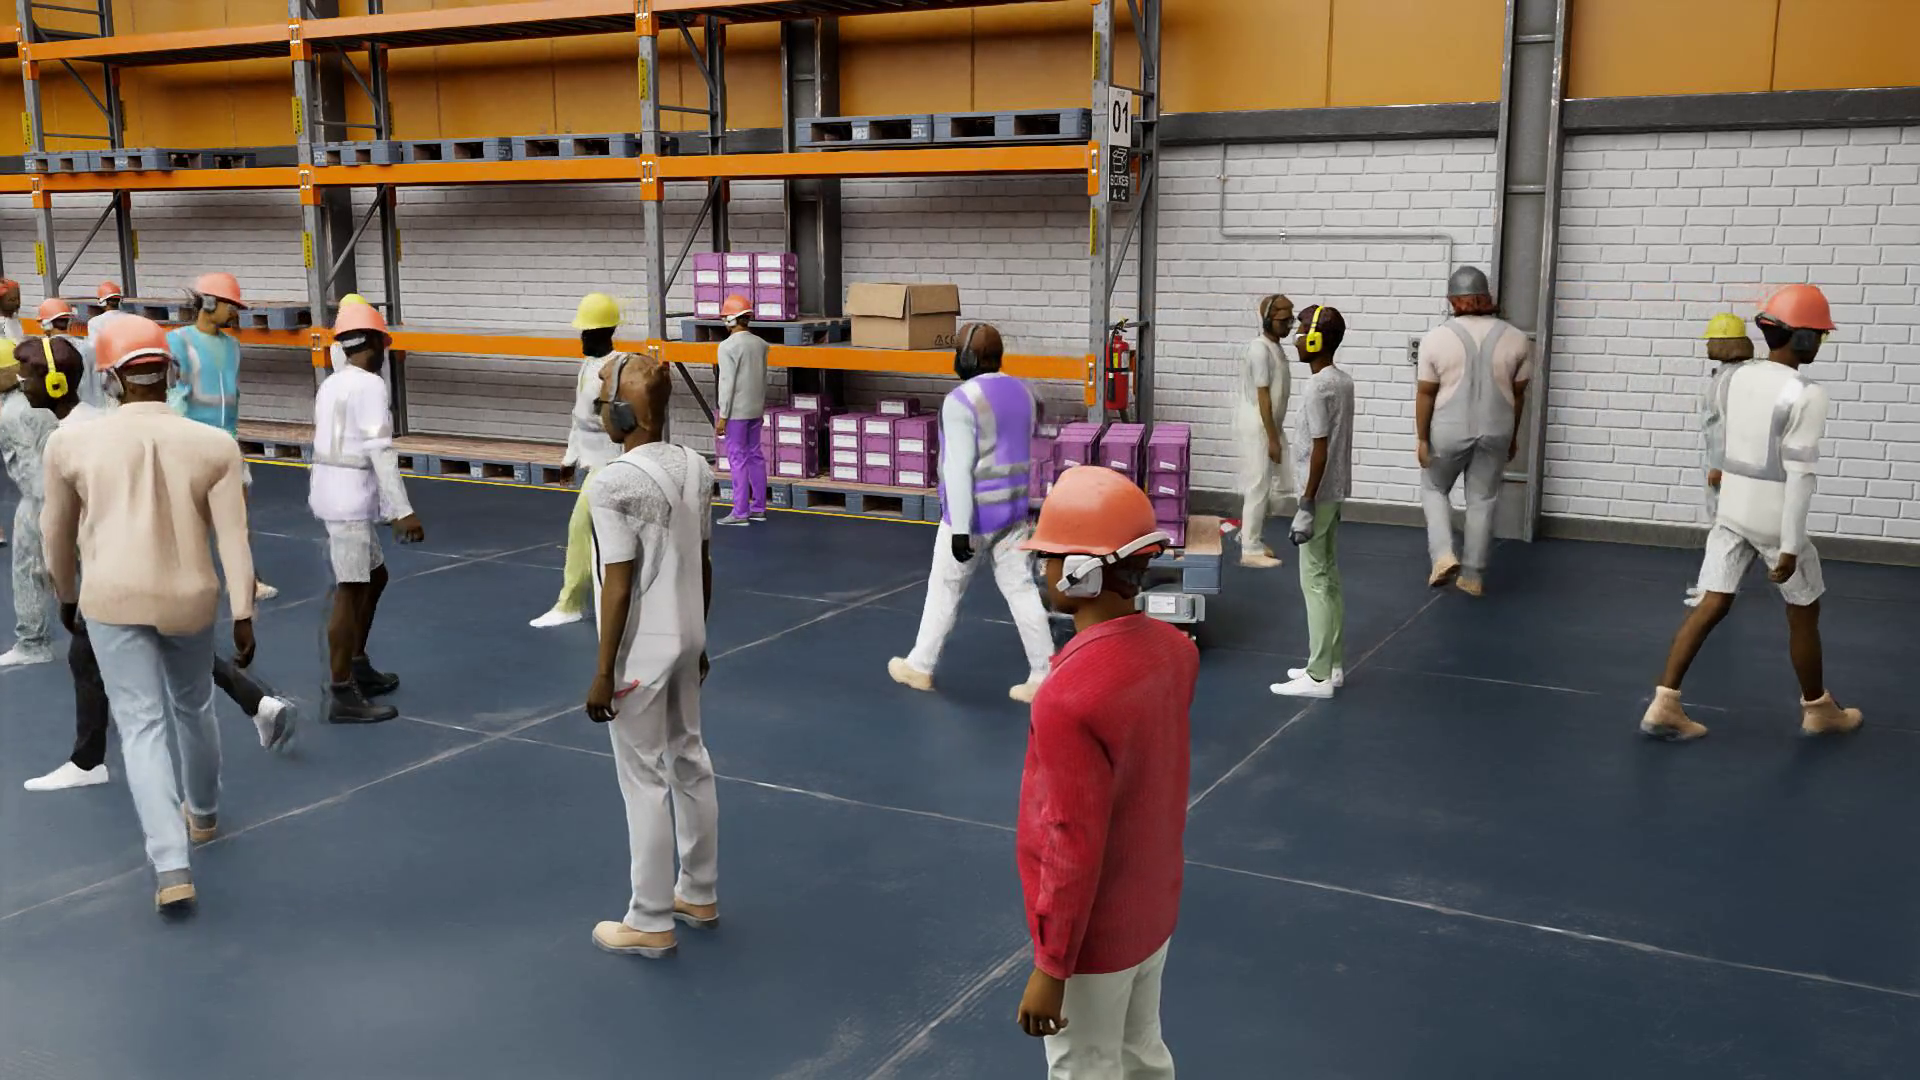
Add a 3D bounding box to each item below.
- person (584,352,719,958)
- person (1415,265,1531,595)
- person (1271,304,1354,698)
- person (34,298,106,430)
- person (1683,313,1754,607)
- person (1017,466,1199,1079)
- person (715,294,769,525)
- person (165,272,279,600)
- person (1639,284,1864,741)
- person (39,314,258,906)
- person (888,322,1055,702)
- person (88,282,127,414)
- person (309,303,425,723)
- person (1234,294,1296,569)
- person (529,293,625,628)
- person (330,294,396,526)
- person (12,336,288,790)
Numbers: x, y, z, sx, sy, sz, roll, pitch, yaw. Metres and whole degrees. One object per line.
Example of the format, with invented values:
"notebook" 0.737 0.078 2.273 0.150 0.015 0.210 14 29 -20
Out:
"person" -0.946 0.352 5.081 0.330 1.843 0.520 5 12 27
"person" 3.101 -0.674 10.169 0.686 2.000 0.538 0 10 3
"person" 1.694 -0.180 7.929 0.313 1.869 0.538 5 12 27
"person" -6.812 -0.947 12.524 0.767 1.720 0.571 4 11 20
"person" 4.498 -0.471 9.873 0.312 1.741 0.494 5 12 27
"person" 0.262 0.724 3.289 0.335 1.749 0.575 5 12 27
"person" -1.683 -0.989 12.682 0.335 1.749 0.575 5 12 27
"person" -4.642 -0.637 10.150 1.036 1.977 0.640 5 11 25
"person" 3.461 -0.097 7.148 1.048 1.997 0.609 -3 11 -18
"person" -2.723 0.209 5.625 0.615 1.934 1.061 -7 12 -33
"person" 0.102 -0.127 7.862 0.965 1.790 0.652 9 13 39
"person" -8.222 -1.632 16.205 0.335 1.749 0.575 5 12 27
"person" -2.776 -0.130 7.652 0.553 1.880 0.647 -7 12 -34
"person" 2.024 -0.693 10.892 0.427 1.819 0.517 5 12 28
"person" -2.005 -0.463 9.475 0.941 1.881 0.592 -5 11 -25
"person" -4.477 -0.947 12.420 0.316 1.767 0.535 5 12 27
"person" -3.257 0.086 6.640 0.928 1.822 0.554 -2 11 -12
